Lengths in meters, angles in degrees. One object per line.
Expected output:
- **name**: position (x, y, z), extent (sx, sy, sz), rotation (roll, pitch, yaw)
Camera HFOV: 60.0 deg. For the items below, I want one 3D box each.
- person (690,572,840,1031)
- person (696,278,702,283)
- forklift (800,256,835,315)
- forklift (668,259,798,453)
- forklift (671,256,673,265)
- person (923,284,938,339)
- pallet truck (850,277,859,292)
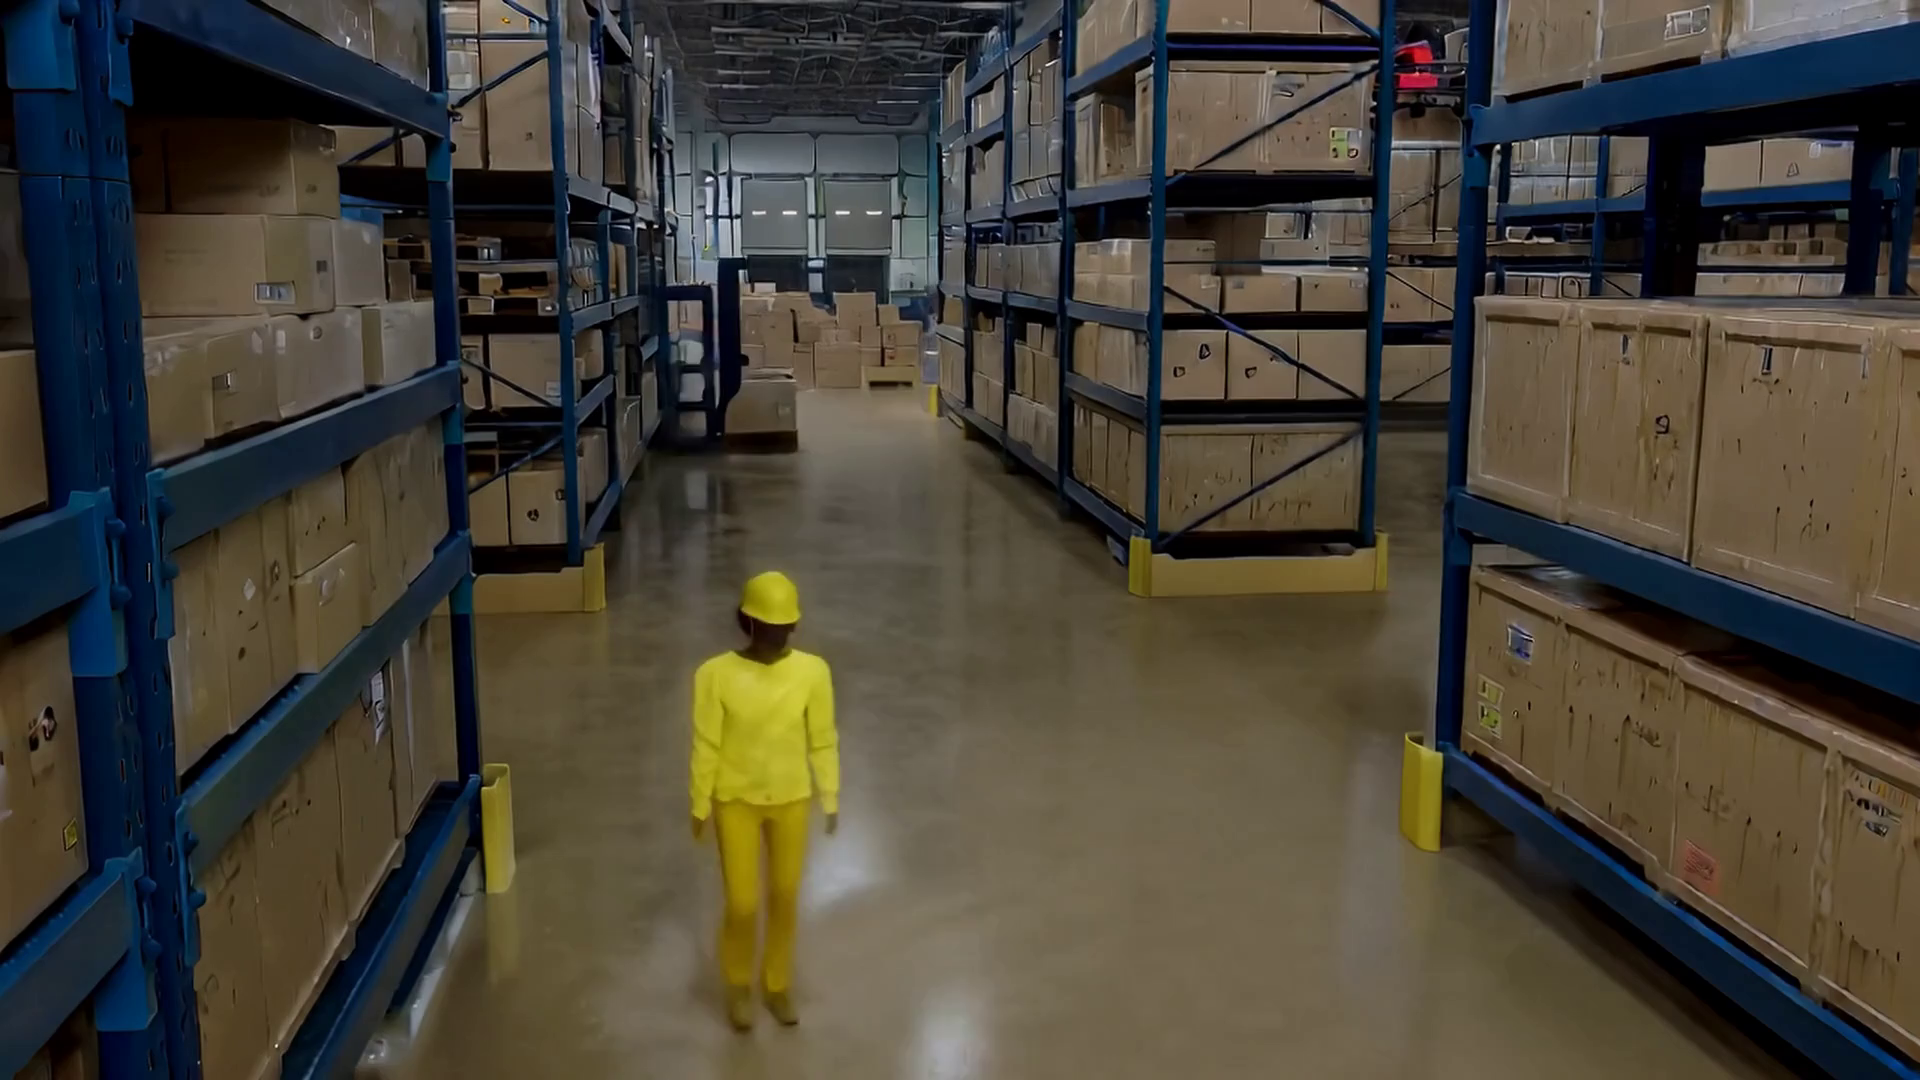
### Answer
- **person**: position (-0.709, 0.975, 6.163), extent (0.556, 1.748, 0.424), rotation (-4, 11, -22)
- **person**: position (-10.793, -9.887, 68.869), extent (0.545, 1.938, 0.362), rotation (-7, 12, -35)
- **forklift**: position (-5.119, -8.590, 58.575), extent (1.129, 2.768, 1.873), rotation (-6, 12, -33)
- **forklift**: position (-3.347, -2.720, 24.402), extent (1.873, 2.768, 1.129), rotation (-1, 10, -7)
- **forklift**: position (-10.987, -9.066, 61.344), extent (1.129, 2.768, 1.873), rotation (-1, 10, -7)
- **person**: position (-0.888, -7.752, 56.594), extent (0.765, 1.897, 0.376), rotation (3, 10, 18)
- **pallet truck**: position (-3.782, -9.391, 65.808), extent (1.885, 1.965, 0.823), rotation (2, 10, 10)
